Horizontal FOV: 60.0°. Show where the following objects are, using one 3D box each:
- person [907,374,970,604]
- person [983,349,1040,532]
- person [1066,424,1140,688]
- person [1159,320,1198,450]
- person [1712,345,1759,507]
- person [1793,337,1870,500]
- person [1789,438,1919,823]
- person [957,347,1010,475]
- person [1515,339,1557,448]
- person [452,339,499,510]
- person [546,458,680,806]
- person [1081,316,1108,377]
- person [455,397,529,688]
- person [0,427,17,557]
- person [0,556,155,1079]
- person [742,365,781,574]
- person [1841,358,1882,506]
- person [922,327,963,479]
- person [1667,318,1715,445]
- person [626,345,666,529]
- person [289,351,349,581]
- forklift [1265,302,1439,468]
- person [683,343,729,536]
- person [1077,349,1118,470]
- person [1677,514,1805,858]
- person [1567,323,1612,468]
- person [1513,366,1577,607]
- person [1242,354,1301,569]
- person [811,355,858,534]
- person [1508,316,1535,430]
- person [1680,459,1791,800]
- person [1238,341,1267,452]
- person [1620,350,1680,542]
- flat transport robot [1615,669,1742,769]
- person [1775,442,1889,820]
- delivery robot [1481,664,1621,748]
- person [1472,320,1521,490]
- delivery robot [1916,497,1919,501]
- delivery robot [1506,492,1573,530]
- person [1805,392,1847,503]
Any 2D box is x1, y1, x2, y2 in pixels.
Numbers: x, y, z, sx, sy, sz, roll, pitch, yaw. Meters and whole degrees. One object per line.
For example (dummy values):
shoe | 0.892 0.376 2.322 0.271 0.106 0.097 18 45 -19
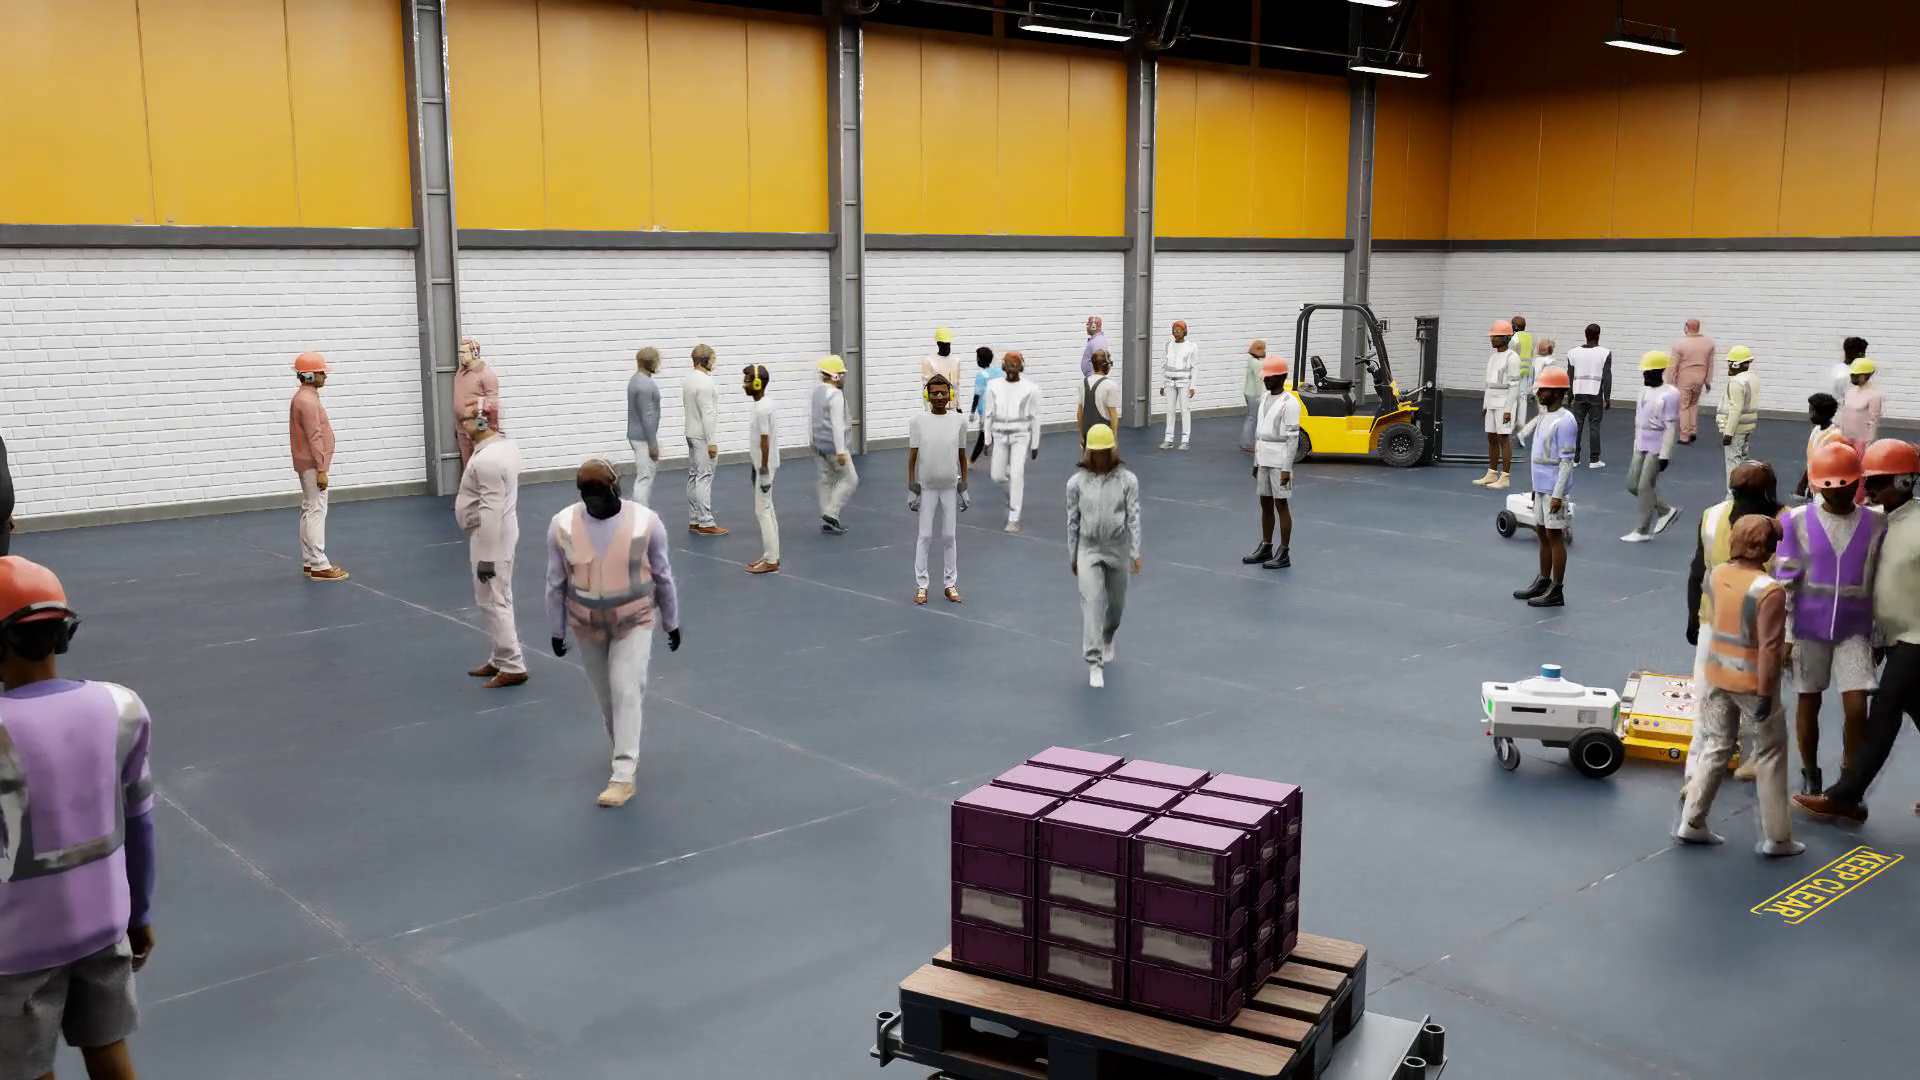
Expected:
person | -0.173 -0.413 13.504 0.513 1.872 0.328 -2 10 -11
person | 0.550 -1.031 17.120 0.592 1.867 0.555 3 10 19
person | 0.946 0.065 11.131 0.487 1.718 0.777 -1 10 -4
person | 3.173 -2.250 24.220 0.576 1.883 0.355 6 11 32
person | 8.603 -1.239 18.449 0.404 1.829 0.600 9 13 42
person | 10.135 -1.379 19.069 1.025 1.909 0.608 3 10 16
person | 4.686 0.459 8.259 0.970 1.924 0.641 0 10 -3
person | 0.304 -1.665 21.455 0.887 1.641 0.542 5 11 28
person | 8.492 -2.134 24.338 0.736 1.610 0.516 -2 10 -9
person | -5.355 -1.248 18.284 0.651 1.907 0.409 7 12 36
person | -1.836 0.430 8.842 0.675 1.789 0.943 0 10 2
person | 2.034 -2.444 25.284 0.406 1.911 0.636 2 10 11
person | -3.082 0.019 10.911 0.431 1.907 0.678 -1 10 -8
person | -6.961 -0.202 11.768 0.538 2.000 0.683 3 10 20
person | -2.463 1.050 4.486 0.422 2.032 0.611 5 11 26
person | -1.772 -0.628 14.803 0.334 1.861 0.533 -1 10 -6
person | 9.477 -1.044 17.555 0.382 1.755 0.525 -2 10 -13
person | -0.206 -1.706 20.905 0.594 1.925 0.369 -8 13 -39
person | 10.885 -2.376 24.910 0.672 1.892 0.508 -1 10 -7
person | -3.157 -0.989 16.717 0.378 1.938 0.631 -3 10 -18
person | -5.612 -0.642 14.478 0.380 1.995 0.611 -6 11 -31
forklift | 5.320 -2.157 22.763 2.313 2.155 1.214 3 10 16
person | -2.594 -1.011 16.801 0.371 1.940 0.627 -5 11 -26
person | 1.457 -1.082 17.493 0.506 1.845 0.344 10 14 44
person | 3.690 0.677 7.863 0.549 1.615 0.532 -2 10 -13
person | 8.388 -1.923 22.202 0.588 1.920 0.392 8 12 38
person | 4.736 -0.430 13.400 0.361 1.940 0.543 0 10 0
person | 2.826 -0.709 15.040 0.356 1.938 0.544 -5 11 -25
person | -1.280 -0.953 16.795 0.425 1.820 0.617 -5 11 -28
person | 9.009 -2.700 26.975 0.633 1.842 0.429 -6 12 -33
person | 4.108 0.457 8.692 0.650 1.787 0.881 9 13 43
person | 4.216 -2.060 23.915 0.369 1.609 0.505 -1 10 -3
person | 6.827 -0.913 16.320 0.554 1.904 0.613 -2 10 -10
flat transport robot | 4.233 1.025 9.760 0.652 0.197 1.431 5 11 25
person | 4.346 0.456 8.308 0.553 1.905 0.565 3 10 19
delivery robot | 3.255 0.932 9.198 0.707 0.478 0.477 2 10 13
person | 6.506 -1.630 20.122 0.371 2.044 0.608 -2 10 -13
delivery robot | 8.966 -0.156 15.568 0.707 0.478 0.477 -3 10 -14
delivery robot | 5.734 -0.307 16.452 0.477 0.478 0.707 -3 10 -16
person | 7.431 -0.424 14.171 0.599 1.676 0.567 2 10 10
